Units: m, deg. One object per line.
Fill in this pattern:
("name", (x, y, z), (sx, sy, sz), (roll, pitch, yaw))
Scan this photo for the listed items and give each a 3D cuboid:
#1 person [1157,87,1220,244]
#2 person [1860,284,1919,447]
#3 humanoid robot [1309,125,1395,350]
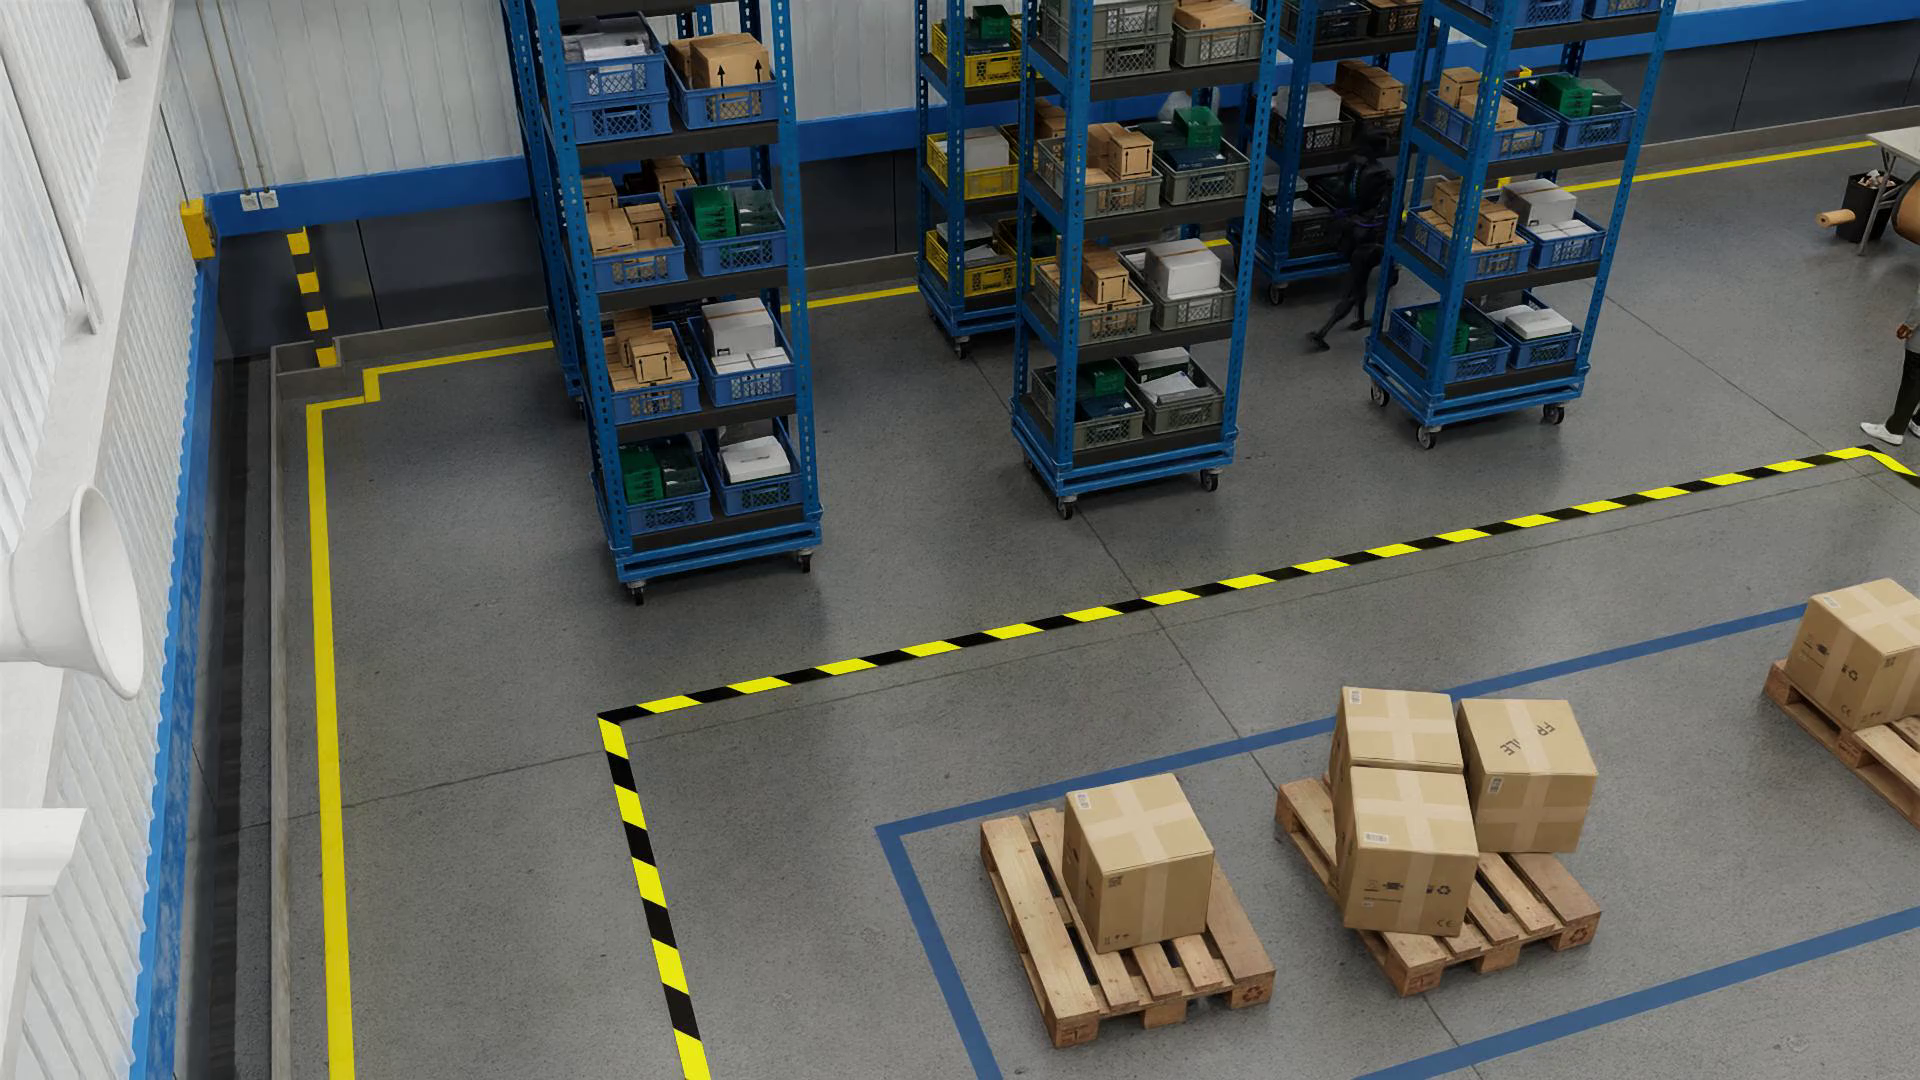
("person", (1.704, -2.714, 12.470), (0.387, 1.928, 0.632), (29, 44, 35))
("person", (6.348, -1.468, 10.763), (0.589, 1.853, 0.372), (-12, 37, -16))
("humanoid robot", (2.847, -2.190, 11.970), (0.734, 1.641, 0.602), (-17, 39, -23))
